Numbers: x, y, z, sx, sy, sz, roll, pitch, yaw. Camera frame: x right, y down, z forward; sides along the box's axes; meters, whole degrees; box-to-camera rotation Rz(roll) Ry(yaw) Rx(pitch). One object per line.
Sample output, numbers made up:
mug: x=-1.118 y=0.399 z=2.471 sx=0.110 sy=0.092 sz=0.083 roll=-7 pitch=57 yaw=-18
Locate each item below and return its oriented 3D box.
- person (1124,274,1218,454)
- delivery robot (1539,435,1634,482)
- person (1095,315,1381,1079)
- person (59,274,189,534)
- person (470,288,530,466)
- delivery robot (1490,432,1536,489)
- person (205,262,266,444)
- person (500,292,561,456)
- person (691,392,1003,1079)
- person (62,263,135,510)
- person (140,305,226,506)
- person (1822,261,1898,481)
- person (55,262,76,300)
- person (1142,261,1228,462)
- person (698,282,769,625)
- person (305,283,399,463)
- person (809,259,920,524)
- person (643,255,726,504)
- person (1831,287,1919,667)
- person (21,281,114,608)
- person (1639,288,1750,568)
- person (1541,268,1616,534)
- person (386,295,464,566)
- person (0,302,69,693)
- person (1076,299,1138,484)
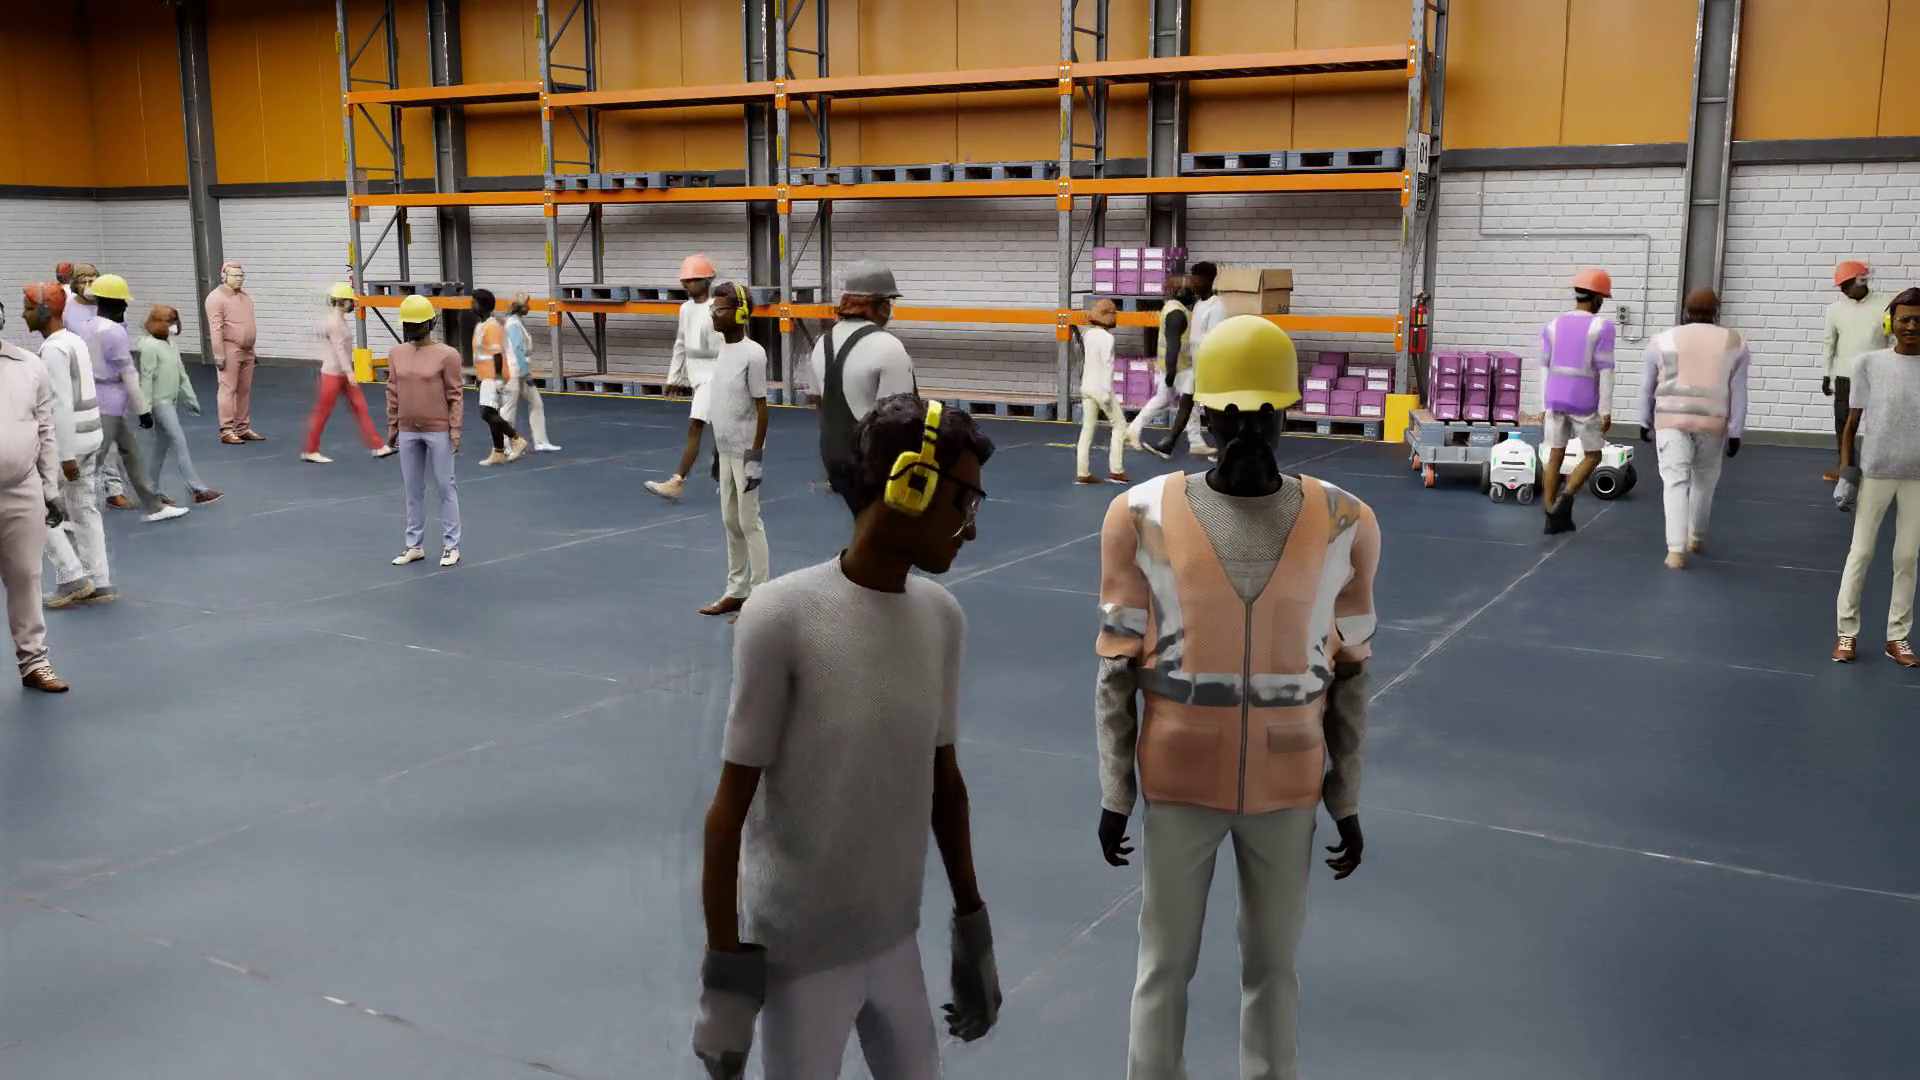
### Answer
person: x=2.087 y=-1.743 z=16.575 sx=0.931 sy=1.808 sz=0.625 roll=1 pitch=10 yaw=3
delivery robot: x=5.207 y=-0.691 z=13.850 sx=0.707 sy=0.478 sz=0.477 roll=7 pitch=12 yaw=34
person: x=0.574 y=0.499 z=3.492 sx=0.586 sy=1.928 sz=0.364 roll=0 pitch=10 yaw=0
person: x=-6.229 y=-0.988 z=12.110 sx=1.022 sy=1.869 sz=0.579 roll=-9 pitch=14 yaw=-43
person: x=-4.361 y=-1.511 z=15.572 sx=0.399 sy=1.687 sz=0.544 roll=-5 pitch=11 yaw=-25
delivery robot: x=4.507 y=-0.639 z=13.554 sx=0.477 sy=0.478 sz=0.707 roll=3 pitch=11 yaw=17
person: x=-7.610 y=-1.967 z=17.522 sx=0.399 sy=1.904 sz=0.644 roll=2 pitch=10 yaw=12
person: x=-4.266 y=-1.627 z=16.413 sx=0.712 sy=1.612 sz=0.515 roll=-1 pitch=10 yaw=-4
person: x=-0.184 y=0.681 z=2.749 sx=0.352 sy=1.835 sz=0.654 roll=10 pitch=14 yaw=44
person: x=-6.739 y=-1.174 z=12.932 sx=0.352 sy=1.937 sz=0.635 roll=7 pitch=12 yaw=34
person: x=-6.225 y=-1.059 z=13.242 sx=0.772 sy=1.597 sz=0.513 roll=-1 pitch=10 yaw=-7
person: x=7.923 y=-1.441 z=14.459 sx=0.798 sy=1.945 sz=0.424 roll=8 pitch=13 yaw=38
person: x=-11.153 y=-2.558 z=20.964 sx=0.625 sy=1.870 sz=0.591 roll=5 pitch=11 yaw=26
person: x=2.257 y=-1.683 z=15.854 sx=0.973 sy=1.915 sz=0.634 roll=-2 pitch=10 yaw=-14
person: x=-1.233 y=-0.471 z=9.133 sx=0.328 sy=1.877 sz=0.520 roll=-7 pitch=12 yaw=-34
person: x=-5.869 y=-1.585 z=15.903 sx=0.938 sy=1.714 sz=0.534 roll=-1 pitch=10 yaw=-4
person: x=-0.509 y=-0.444 z=8.507 sx=0.832 sy=2.000 sz=0.692 roll=-8 pitch=13 yaw=-38
person: x=-2.128 y=-1.302 z=13.522 sx=1.084 sy=1.982 sz=0.621 roll=-8 pitch=13 yaw=-38
person: x=4.618 y=-0.302 z=8.207 sx=0.533 sy=1.863 sz=0.310 roll=3 pitch=10 yaw=17
person: x=-5.171 y=-0.535 z=9.526 sx=0.505 sy=1.858 sz=0.579 roll=-2 pitch=10 yaw=-11
person: x=4.806 y=-0.751 z=10.950 sx=0.628 sy=1.787 sz=0.954 roll=3 pitch=10 yaw=16
person: x=4.393 y=-0.973 z=11.861 sx=0.498 sy=1.910 sz=0.581 roll=-8 pitch=13 yaw=-39
person: x=-3.468 y=-0.701 z=10.764 sx=0.523 sy=1.761 sz=0.326 roll=2 pitch=10 yaw=10
person: x=-4.399 y=-0.206 z=7.550 sx=0.410 sy=1.906 sz=0.642 roll=8 pitch=13 yaw=39
person: x=1.289 y=-1.281 z=14.472 sx=0.620 sy=1.614 sz=0.502 roll=-5 pitch=11 yaw=-25
